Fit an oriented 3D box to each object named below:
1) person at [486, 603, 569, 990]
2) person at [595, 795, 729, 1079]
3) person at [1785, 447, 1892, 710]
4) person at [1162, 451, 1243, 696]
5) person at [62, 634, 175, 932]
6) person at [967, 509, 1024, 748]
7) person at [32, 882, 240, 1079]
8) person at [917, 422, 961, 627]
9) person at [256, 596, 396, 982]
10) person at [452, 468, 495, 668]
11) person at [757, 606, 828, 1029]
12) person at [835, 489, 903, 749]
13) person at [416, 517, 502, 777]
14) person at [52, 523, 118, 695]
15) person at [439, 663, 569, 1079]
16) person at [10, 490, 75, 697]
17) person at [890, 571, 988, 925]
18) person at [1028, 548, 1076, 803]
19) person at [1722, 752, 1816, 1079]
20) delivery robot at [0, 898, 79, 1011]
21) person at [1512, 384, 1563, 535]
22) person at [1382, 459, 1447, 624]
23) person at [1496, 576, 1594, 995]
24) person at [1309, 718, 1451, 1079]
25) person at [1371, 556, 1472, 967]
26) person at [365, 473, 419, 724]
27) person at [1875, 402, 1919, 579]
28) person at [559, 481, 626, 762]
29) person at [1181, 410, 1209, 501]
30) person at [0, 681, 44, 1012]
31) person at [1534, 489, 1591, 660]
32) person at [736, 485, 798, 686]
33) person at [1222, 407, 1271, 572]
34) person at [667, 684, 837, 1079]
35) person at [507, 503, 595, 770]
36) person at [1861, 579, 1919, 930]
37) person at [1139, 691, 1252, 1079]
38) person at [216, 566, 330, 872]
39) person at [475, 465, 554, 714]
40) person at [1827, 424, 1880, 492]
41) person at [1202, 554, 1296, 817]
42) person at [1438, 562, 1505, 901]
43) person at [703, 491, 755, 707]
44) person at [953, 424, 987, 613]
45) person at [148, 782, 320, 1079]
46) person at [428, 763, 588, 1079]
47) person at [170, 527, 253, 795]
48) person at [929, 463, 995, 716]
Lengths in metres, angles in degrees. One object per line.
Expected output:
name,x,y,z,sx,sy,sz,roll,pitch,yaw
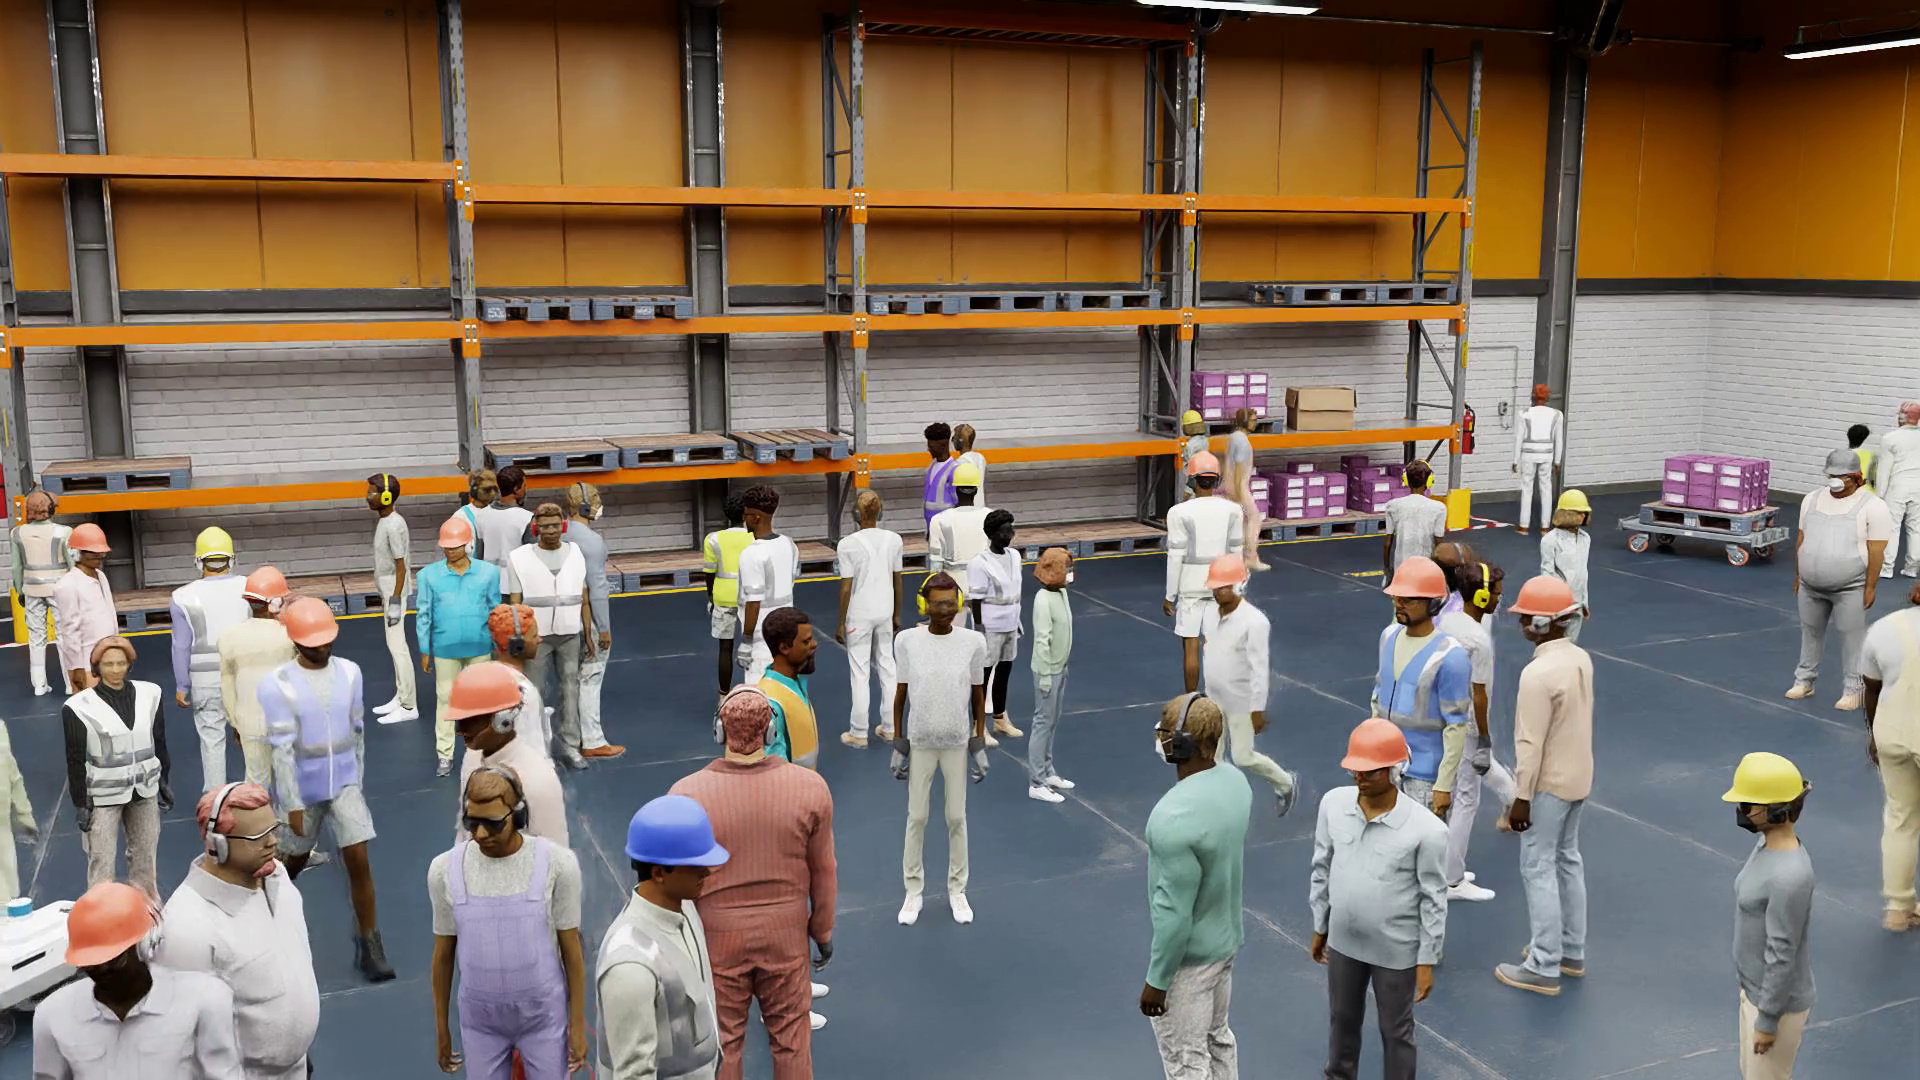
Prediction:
person,-2.079,1.224,7.819,0.342,1.880,0.586,-8,13,-38
person,-0.875,1.693,4.948,0.416,1.941,0.608,1,10,4
person,6.727,0.277,12.816,0.536,2.000,0.683,-7,12,-33
person,1.788,0.356,12.355,0.614,2.041,0.393,-3,10,-17
person,-4.153,1.274,8.238,0.307,1.637,0.513,6,12,32
person,0.266,0.617,11.843,0.315,1.696,0.541,8,13,39
person,-2.382,1.807,4.866,0.589,1.735,0.434,-2,10,-9
person,-0.162,-0.112,15.294,0.379,1.959,0.602,-5,11,-25
person,-3.165,1.173,8.145,0.976,1.891,0.533,10,14,44
person,-3.695,0.354,12.938,0.345,1.846,0.508,5,11,27
person,-0.804,1.245,7.584,0.391,1.922,0.587,0,10,-1
person,-0.642,0.556,11.770,0.514,1.845,0.338,-6,12,-31
person,-3.342,0.707,11.169,0.575,1.747,0.330,-4,11,-23
person,-5.660,0.758,10.877,0.325,1.750,0.560,-1,10,-4
person,-1.737,1.431,6.367,0.511,1.971,0.605,-7,12,-36
person,-7.175,0.428,13.104,0.522,1.638,0.310,0,10,-3
person,-0.110,1.082,8.678,0.510,1.870,0.329,0,10,-2
person,0.595,0.850,10.690,0.265,1.632,0.507,3,10,17
person,2.854,1.615,5.935,0.344,1.756,0.532,3,10,19
delivery robot,-4.274,1.879,7.592,0.477,0.478,0.707,3,10,18
person,7.145,-0.994,20.590,0.584,1.883,0.337,1,10,5
person,3.643,0.282,13.321,0.509,1.860,0.333,6,11,30
person,2.801,1.152,7.984,0.440,1.978,0.621,8,13,40
person,1.582,1.533,6.403,0.564,1.752,0.339,10,14,44
person,2.199,1.087,8.133,0.369,2.048,0.608,-5,11,-25
person,-4.259,0.428,12.422,0.315,1.875,0.533,-4,11,-23
person,10.107,-0.526,17.836,0.641,1.906,0.408,-1,10,-4
person,-2.593,0.557,11.494,0.359,1.938,0.635,-8,13,-40
person,2.620,-0.591,18.699,0.313,1.735,0.483,5,11,27
person,-4.564,1.377,7.705,0.652,1.612,0.503,0,10,0
person,4.540,0.486,12.465,0.484,1.746,0.291,-6,11,-31
person,-1.307,0.607,11.129,0.362,1.965,0.612,4,11,21
person,3.163,-0.549,18.225,0.704,1.823,0.511,0,10,-1
person,-0.789,1.478,6.282,0.651,1.907,0.409,-2,10,-14
person,-2.745,0.653,11.206,0.564,1.846,0.393,-5,11,-28
person,4.982,1.025,8.509,0.535,2.000,0.709,-7,12,-33
person,0.839,1.499,6.073,0.371,1.940,0.630,6,11,29
person,-3.872,1.014,9.395,0.563,1.751,0.330,2,10,9
person,-3.371,0.397,12.480,0.591,1.917,0.379,5,11,28
person,9.689,-0.438,18.080,0.531,1.638,0.901,3,10,16
person,1.704,0.920,10.037,0.679,1.725,0.592,-6,11,-30
person,2.744,1.035,9.008,0.338,1.852,0.525,-2,10,-9
person,-1.681,0.471,12.692,0.540,1.696,0.316,0,10,-2
person,0.061,-0.212,16.196,0.344,1.847,0.506,6,12,31
person,-2.192,1.671,5.174,0.402,1.906,0.652,1,10,4
person,-1.519,1.630,5.622,0.518,1.836,0.347,0,10,-3
person,-4.536,0.827,10.249,0.600,1.831,0.404,-8,13,-39
person,0.047,0.381,12.546,0.594,1.924,0.382,-3,10,-14
